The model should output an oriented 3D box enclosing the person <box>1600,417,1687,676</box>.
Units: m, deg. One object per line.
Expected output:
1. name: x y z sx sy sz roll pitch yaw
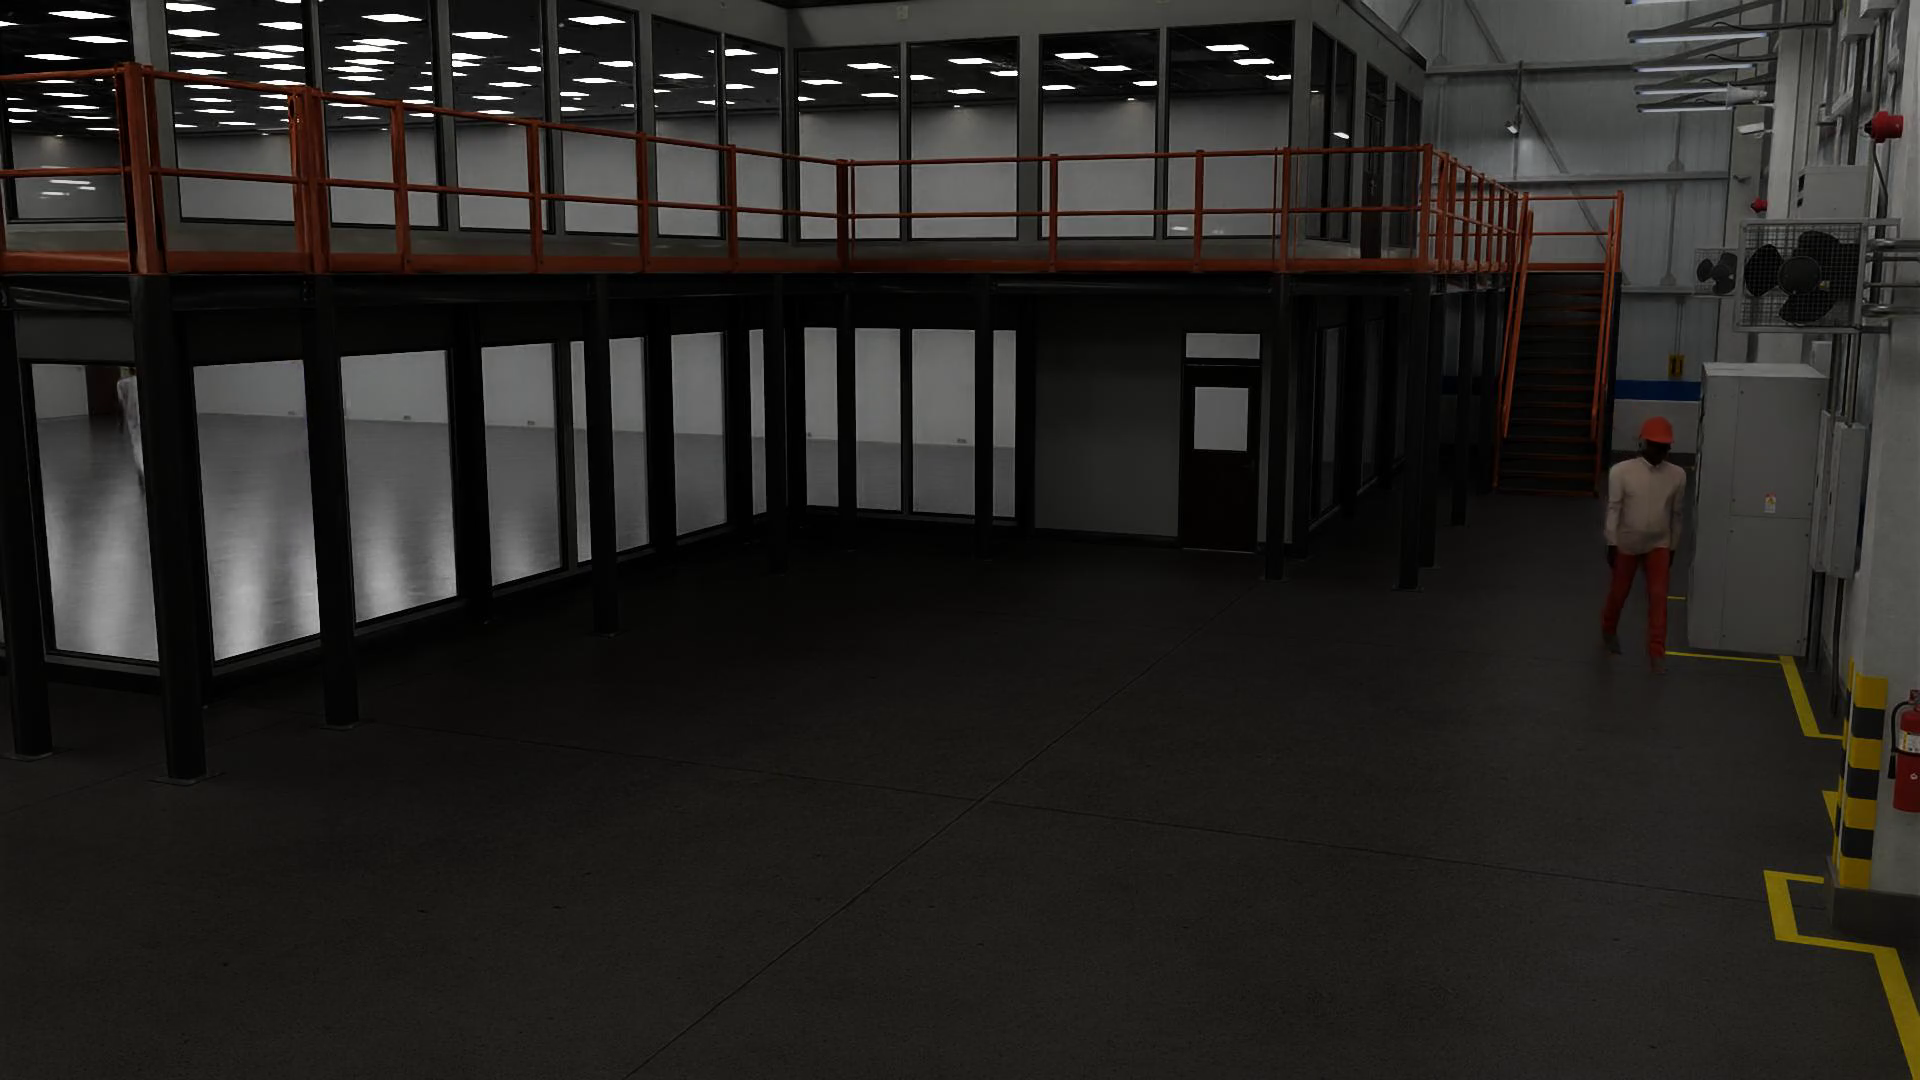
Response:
1. person: 5.270 0.004 12.910 0.616 1.959 0.965 1 9 6
